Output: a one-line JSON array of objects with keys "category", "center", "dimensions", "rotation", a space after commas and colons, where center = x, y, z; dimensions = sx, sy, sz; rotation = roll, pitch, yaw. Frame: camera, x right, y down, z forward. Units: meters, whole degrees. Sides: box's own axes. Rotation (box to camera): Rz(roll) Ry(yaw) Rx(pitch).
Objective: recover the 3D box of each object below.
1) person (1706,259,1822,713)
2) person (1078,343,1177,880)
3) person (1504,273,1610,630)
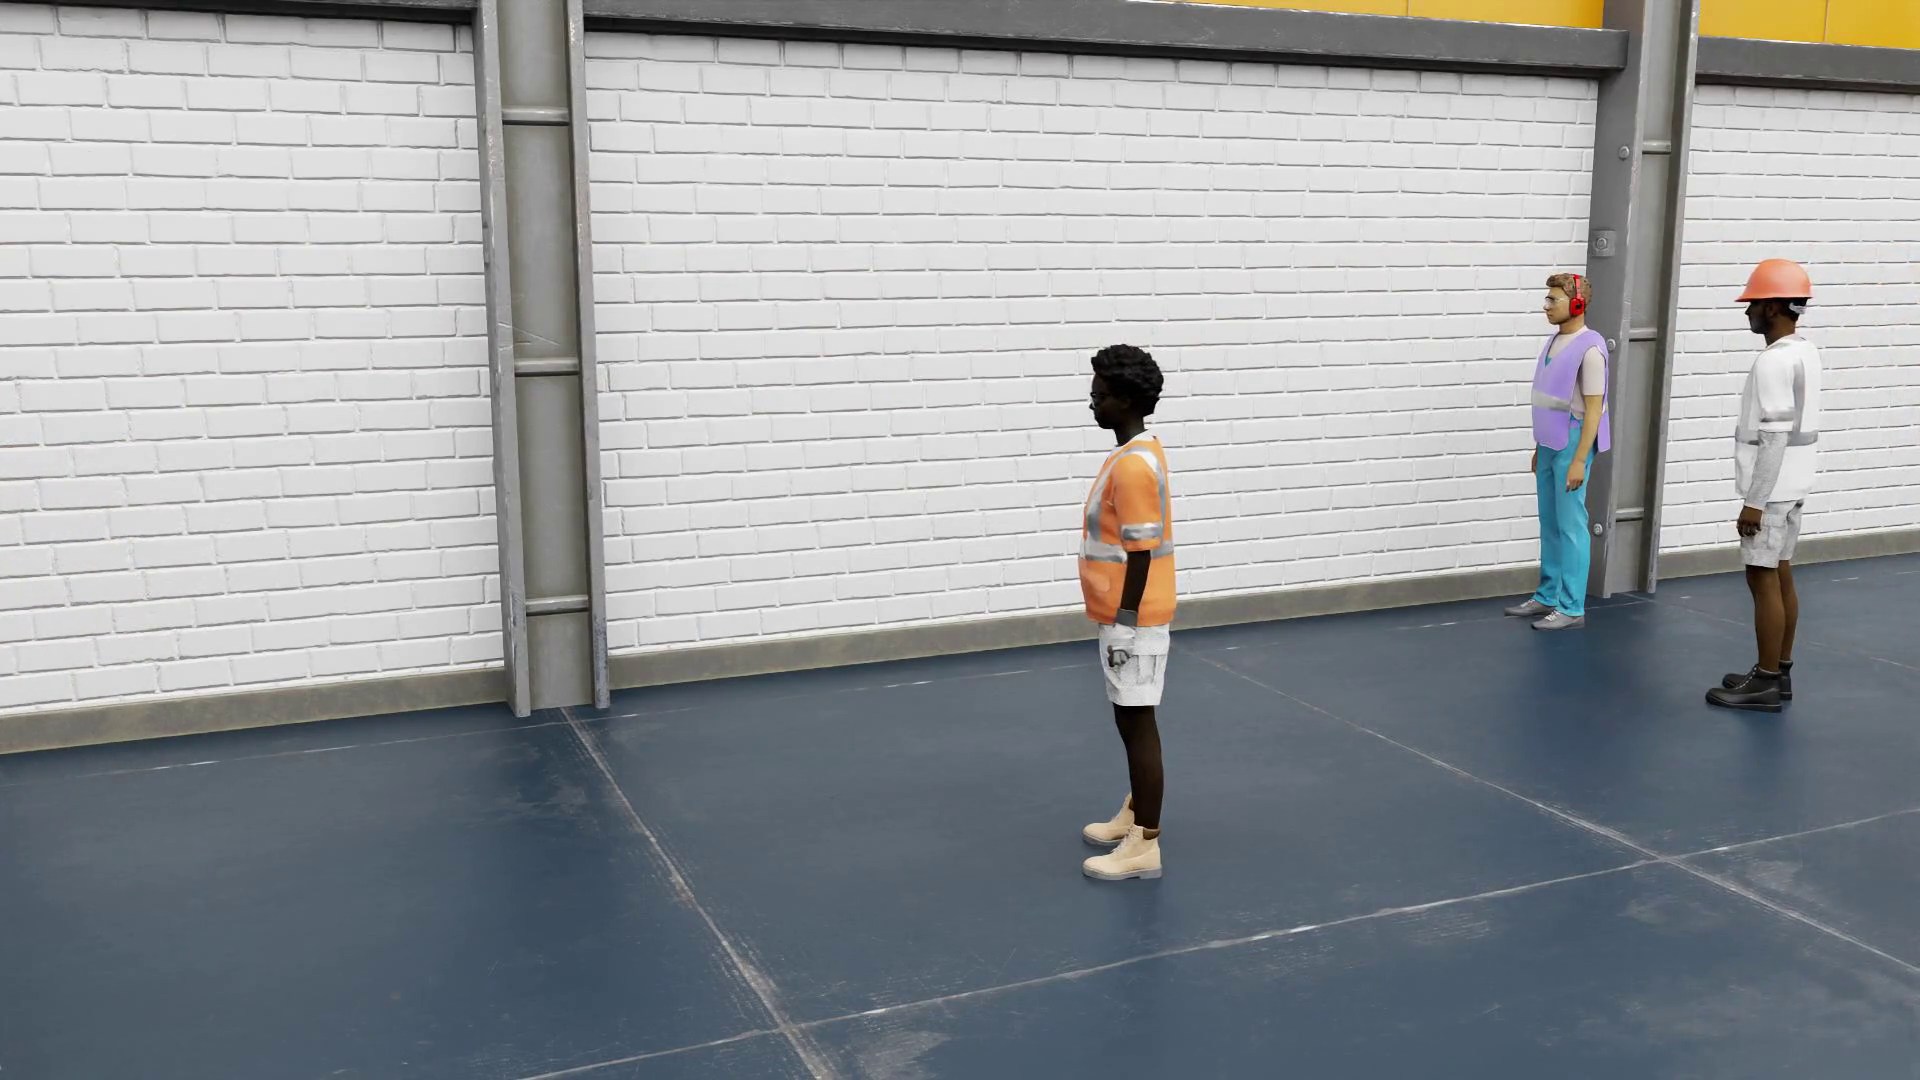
[{"category": "person", "center": [3.458, -0.230, 7.156], "dimensions": [0.373, 1.934, 0.551], "rotation": [8, 13, 39]}, {"category": "person", "center": [0.530, 0.227, 5.294], "dimensions": [0.316, 1.696, 0.541], "rotation": [1, 10, 6]}, {"category": "person", "center": [3.149, -0.455, 8.646], "dimensions": [0.390, 1.846, 0.564], "rotation": [-1, 10, -4]}]
